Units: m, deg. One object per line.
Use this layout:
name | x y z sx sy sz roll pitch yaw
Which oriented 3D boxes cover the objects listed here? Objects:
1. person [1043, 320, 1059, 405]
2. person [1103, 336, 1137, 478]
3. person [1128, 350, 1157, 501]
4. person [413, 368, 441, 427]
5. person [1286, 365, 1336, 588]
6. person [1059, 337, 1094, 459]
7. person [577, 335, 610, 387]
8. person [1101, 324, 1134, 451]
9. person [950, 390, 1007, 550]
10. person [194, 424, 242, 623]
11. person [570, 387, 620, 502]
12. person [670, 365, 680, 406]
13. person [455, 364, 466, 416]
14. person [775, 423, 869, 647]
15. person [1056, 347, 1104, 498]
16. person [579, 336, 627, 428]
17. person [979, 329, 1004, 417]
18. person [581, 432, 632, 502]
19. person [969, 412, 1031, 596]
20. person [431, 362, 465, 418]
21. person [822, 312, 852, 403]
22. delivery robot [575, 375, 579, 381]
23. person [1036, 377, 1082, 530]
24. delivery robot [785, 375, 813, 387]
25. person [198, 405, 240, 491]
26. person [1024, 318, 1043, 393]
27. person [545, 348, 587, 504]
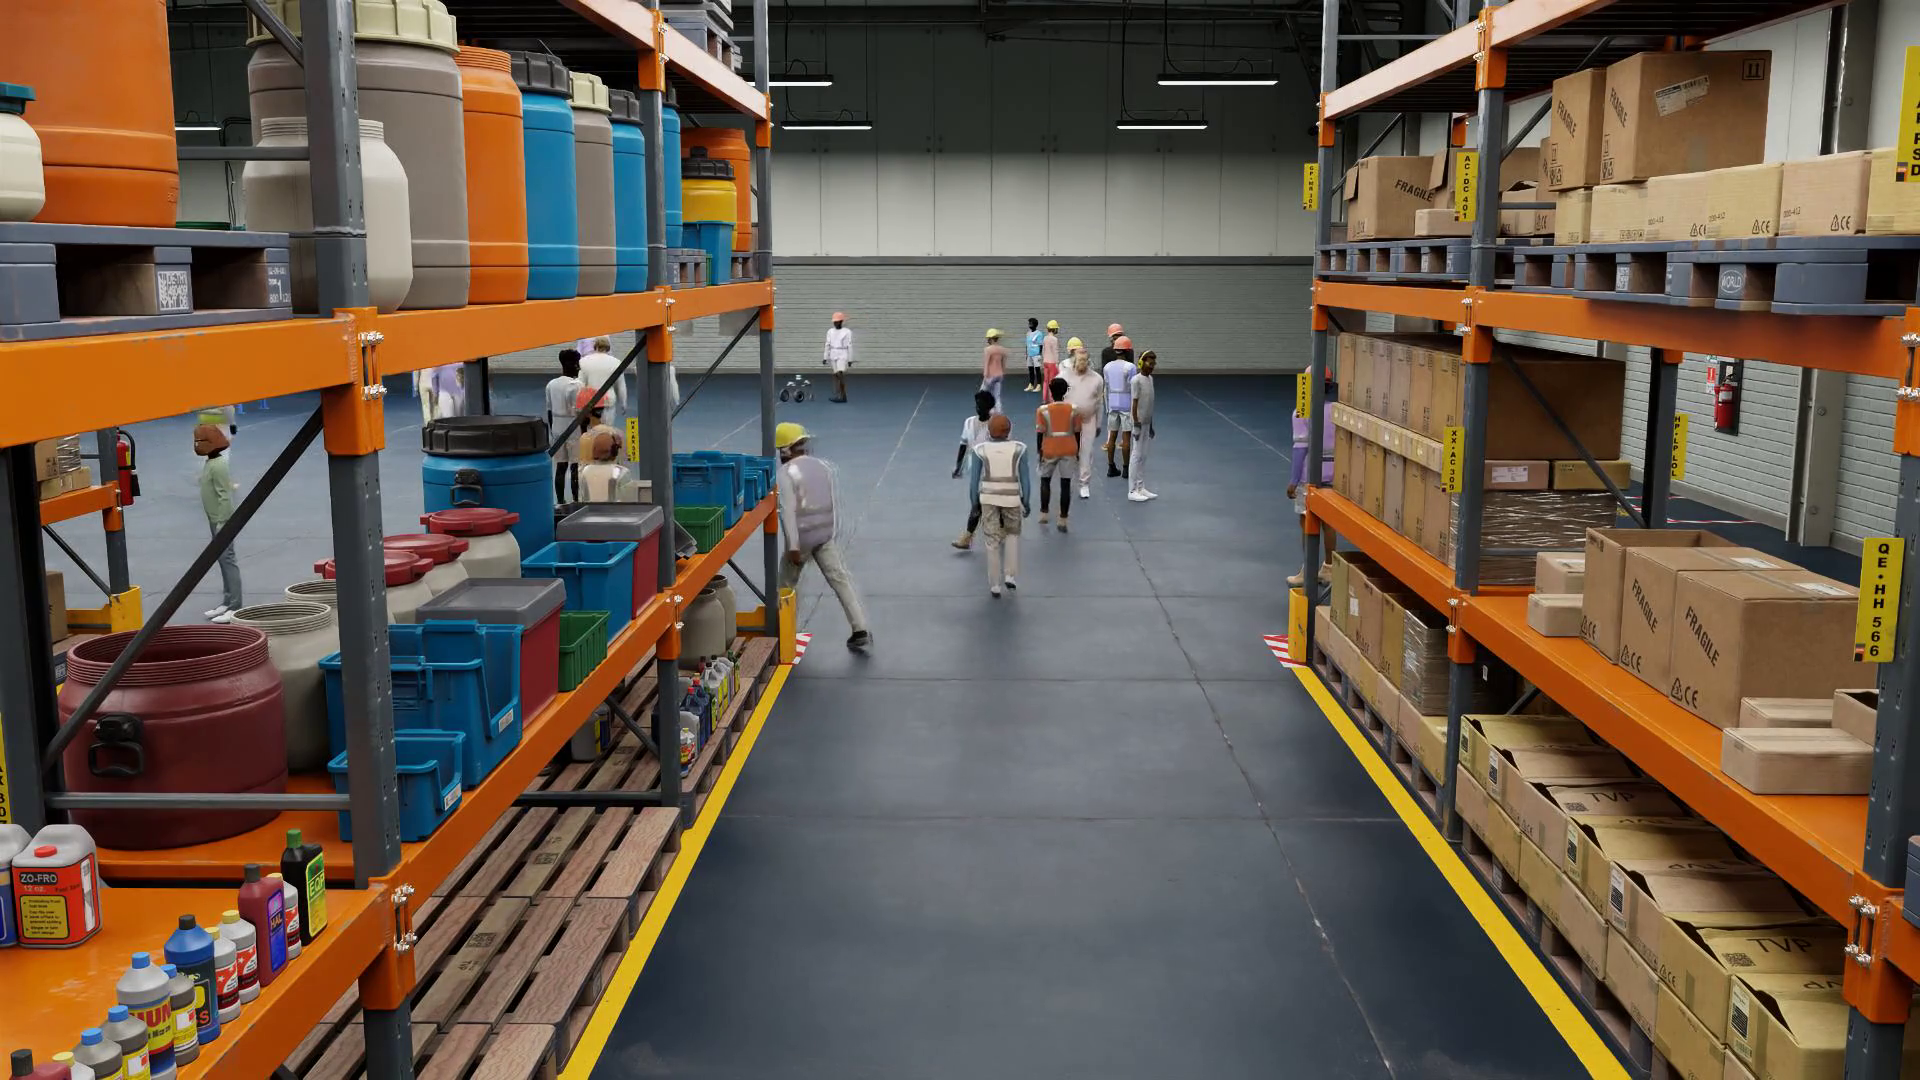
person | 1.890 -3.625 34.178 0.310 1.768 0.533 -5 11 -28
person | 2.236 -1.836 22.944 0.545 1.941 0.350 8 12 40
person | 2.300 -1.435 20.774 0.336 1.865 0.521 6 11 30
person | -9.118 -2.618 28.618 0.523 1.592 0.801 -2 10 -12
person | 3.222 -0.582 15.146 0.629 2.044 0.411 -6 11 -31
person | 1.712 -2.118 24.948 0.600 1.832 0.404 -5 11 -27
person | -7.342 -3.530 33.256 0.683 1.874 0.832 -4 10 -22
person | 2.455 -2.407 26.207 0.621 1.989 0.398 -6 11 -30
person | 0.244 -0.740 17.243 0.923 1.645 0.532 -8 13 -41
person | -6.116 -0.142 13.715 0.285 1.631 0.501 -5 11 -29
person | -3.025 -0.320 13.928 0.453 1.925 0.545 2 10 9
person | -4.467 -2.105 25.078 0.555 1.752 0.386 5 11 27
person | -5.195 -0.993 18.078 1.036 1.892 0.627 -3 10 -16
person | -1.135 -0.034 12.807 1.092 1.738 0.607 7 12 37
person | 1.513 -1.518 21.209 0.650 1.885 0.795 0 9 0
person | -5.068 -1.947 23.668 0.666 1.917 0.714 -1 10 -5
person | 0.594 -2.963 30.242 0.410 1.748 0.560 8 13 41
person | -2.722 -0.053 13.196 0.533 1.618 0.581 5 11 28
person | 0.354 -0.329 14.836 0.547 1.619 0.456 0 9 0
person | -7.749 -2.217 25.424 0.643 1.869 1.099 -2 10 -14
person | -2.617 -3.826 34.997 0.555 1.894 0.945 5 11 29
delivery robot | -8.166 -3.309 35.757 0.707 0.478 0.477 9 13 43
person | 1.092 -0.974 18.556 0.545 1.675 0.647 -1 10 -4
delivery robot | -3.447 -3.401 35.530 0.335 0.223 0.698 7 12 36
person | -9.570 -1.535 21.470 0.661 1.830 0.447 8 12 39
person | 1.682 -4.220 37.943 0.318 1.698 0.539 -7 12 -37
person | -4.517 -1.230 19.243 0.607 1.962 0.373 7 12 36
